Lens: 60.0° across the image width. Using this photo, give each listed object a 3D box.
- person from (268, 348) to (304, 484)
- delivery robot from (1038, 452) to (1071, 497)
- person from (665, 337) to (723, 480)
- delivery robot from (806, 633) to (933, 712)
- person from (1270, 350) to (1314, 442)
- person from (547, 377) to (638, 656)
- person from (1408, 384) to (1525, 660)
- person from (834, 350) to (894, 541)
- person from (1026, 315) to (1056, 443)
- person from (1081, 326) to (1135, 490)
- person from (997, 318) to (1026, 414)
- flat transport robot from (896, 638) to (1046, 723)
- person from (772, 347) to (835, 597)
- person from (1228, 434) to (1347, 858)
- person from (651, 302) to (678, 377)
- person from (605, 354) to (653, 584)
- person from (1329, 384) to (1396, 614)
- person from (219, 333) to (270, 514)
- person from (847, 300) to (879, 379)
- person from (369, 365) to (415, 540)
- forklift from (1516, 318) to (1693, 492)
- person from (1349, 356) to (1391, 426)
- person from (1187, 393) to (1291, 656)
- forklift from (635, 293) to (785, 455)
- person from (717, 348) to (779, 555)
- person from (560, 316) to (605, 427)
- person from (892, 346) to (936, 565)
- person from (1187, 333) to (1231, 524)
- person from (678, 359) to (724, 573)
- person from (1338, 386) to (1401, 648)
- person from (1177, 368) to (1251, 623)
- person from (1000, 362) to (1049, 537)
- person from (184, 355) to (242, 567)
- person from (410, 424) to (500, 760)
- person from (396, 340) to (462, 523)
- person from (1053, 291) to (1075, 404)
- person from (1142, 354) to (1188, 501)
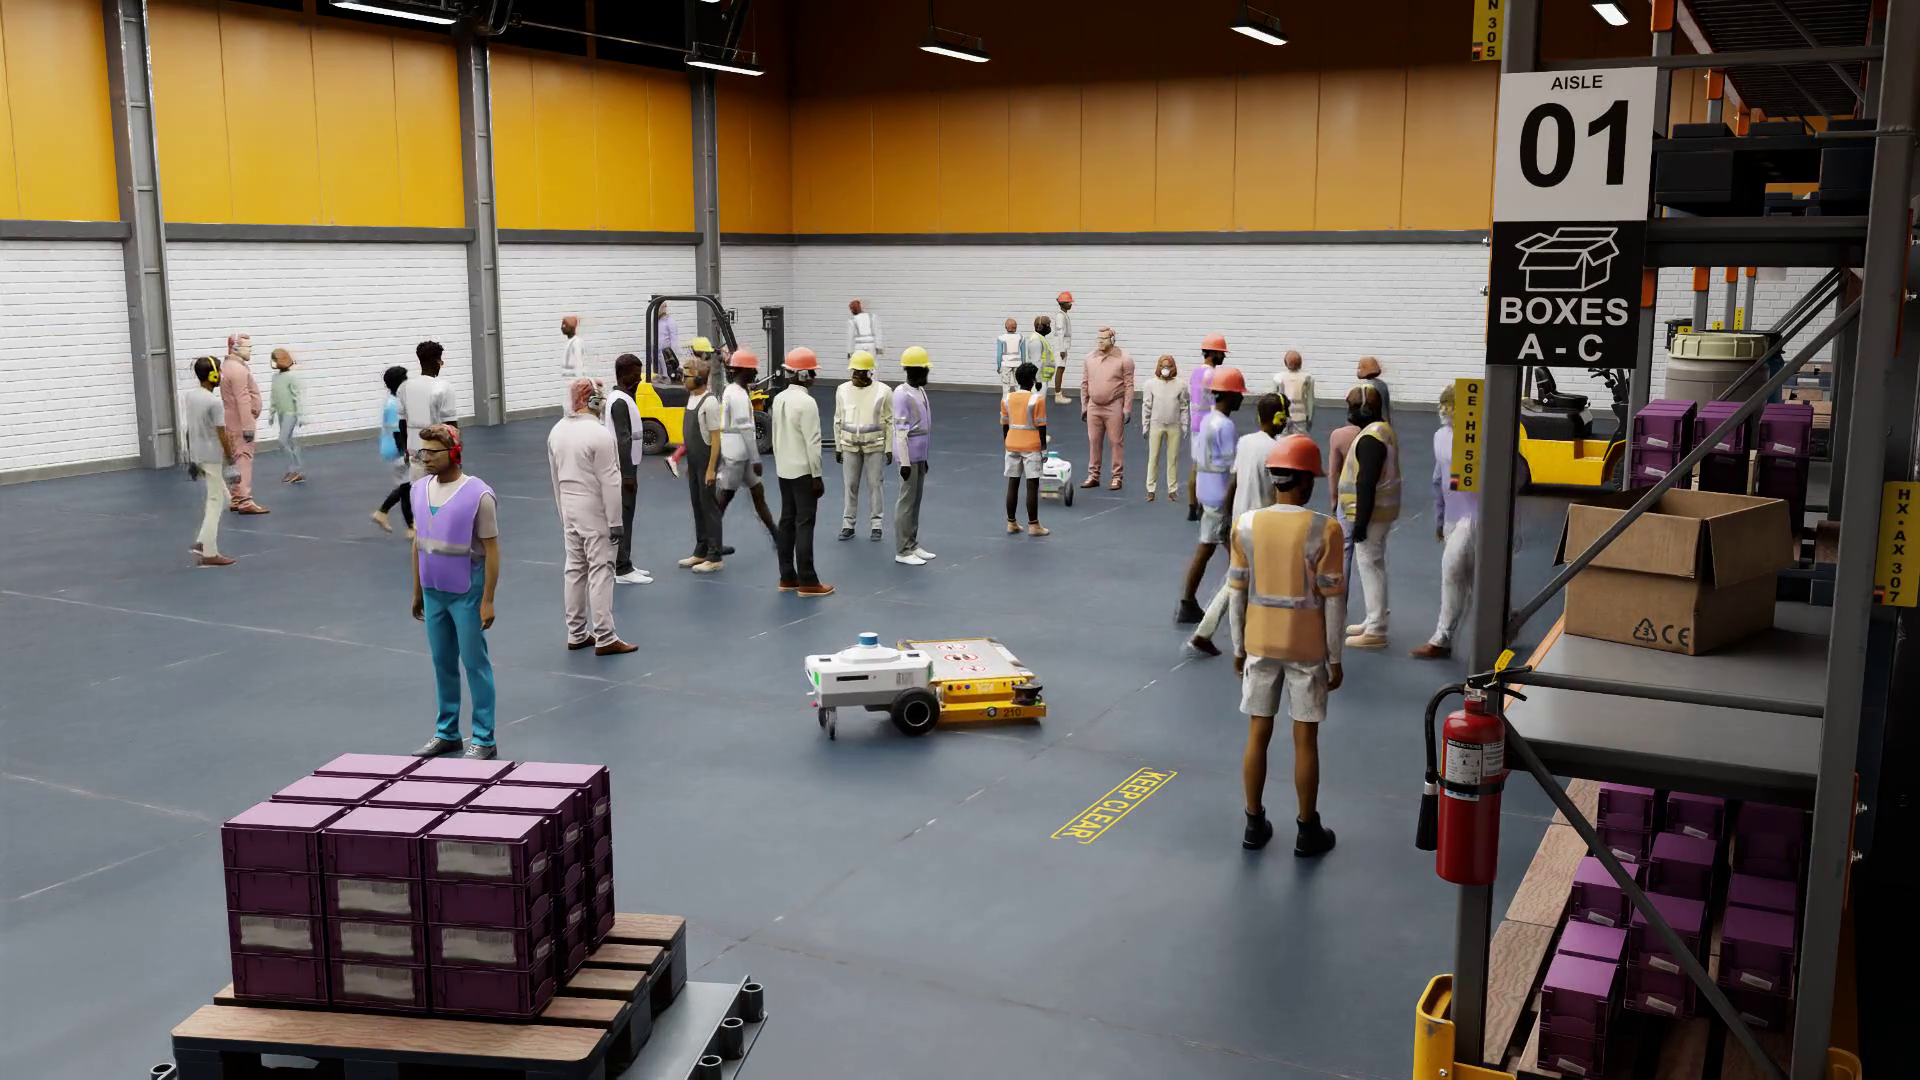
[{"bbox_3d":[-8.054,-1.462,19.764,0.523,1.614,0.515,8,12,38],"label":"person"},{"bbox_3d":[1.019,-0.725,18.298,0.477,0.478,0.707,2,10,10],"label":"delivery robot"},{"bbox_3d":[-3.173,-1.583,20.076,0.753,1.742,0.522,-1,10,-7],"label":"person"},{"bbox_3d":[-0.525,0.778,9.594,0.707,0.478,0.477,-2,10,-12],"label":"delivery robot"},{"bbox_3d":[3.865,-1.403,19.409,0.519,1.627,0.406,1,10,3],"label":"person"},{"bbox_3d":[-2.516,-0.162,11.408,0.642,1.906,0.410,8,13,39],"label":"person"},{"bbox_3d":[3.527,-0.133,11.328,0.921,1.893,0.677,-3,10,-17],"label":"person"},{"bbox_3d":[-0.920,-0.896,15.881,0.591,1.828,0.404,2,10,11],"label":"person"},{"bbox_3d":[1.179,-2.339,24.191,0.428,1.842,0.631,1,10,8],"label":"person"},{"bbox_3d":[1.687,-1.529,19.319,0.651,1.906,0.402,6,11,29],"label":"person"},{"bbox_3d":[0.872,-2.935,28.227,0.511,1.640,0.308,-2,10,-13],"label":"person"},{"bbox_3d":[0.033,0.839,10.333,0.652,0.197,1.431,-2,10,-12],"label":"flat transport robot"},{"bbox_3d":[-1.277,-0.546,13.365,0.382,1.996,0.608,-7,12,-35],"label":"person"},{"bbox_3d":[1.500,0.482,7.608,0.542,1.929,0.374,6,11,29],"label":"person"},{"bbox_3d":[-5.274,-3.266,29.377,0.655,1.905,0.407,9,13,41],"label":"person"},{"bbox_3d":[-2.802,-0.596,13.895,0.392,1.914,0.587,-2,10,-13],"label":"person"},{"bbox_3d":[3.046,-0.295,12.578,0.523,1.769,0.309,5,11,27],"label":"person"},{"bbox_3d":[-7.570,-1.226,17.571,0.399,1.904,0.644,-7,12,-35],"label":"person"},{"bbox_3d":[-1.855,-3.654,31.808,0.668,1.853,0.352,-4,11,-21],"label":"person"},{"bbox_3d":[-5.350,-0.825,15.870,0.545,1.689,0.547,-2,10,-14],"label":"person"},{"bbox_3d":[7.066,-1.601,18.899,2.313,2.155,1.214,5,11,27],"label":"forklift"},{"bbox_3d":[4.523,-1.211,18.328,0.513,1.606,0.530,-9,14,-44],"label":"person"},{"bbox_3d":[1.984,-0.103,11.370,0.997,1.817,0.544,-3,10,-19],"label":"person"},{"bbox_3d":[-3.588,-2.317,23.042,2.313,2.155,1.214,-1,10,-5],"label":"forklift"},{"bbox_3d":[-1.913,-0.795,15.123,0.992,1.879,0.572,-2,10,-11],"label":"person"},{"bbox_3d":[-5.432,-2.255,23.645,0.666,1.865,0.582,-4,11,-24],"label":"person"},{"bbox_3d":[-0.404,-0.750,14.739,0.370,1.926,0.594,3,10,15],"label":"person"},{"bbox_3d":[2.540,-1.131,16.926,0.374,1.934,0.549,-3,10,-16],"label":"person"},{"bbox_3d":[-2.239,-0.642,14.360,0.335,1.843,0.513,-6,11,-31],"label":"person"},{"bbox_3d":[2.865,-0.165,11.671,0.432,1.826,0.617,3,10,17],"label":"person"},{"bbox_3d":[2.038,-0.316,12.308,0.898,1.896,0.556,0,10,-1],"label":"person"},{"bbox_3d":[0.634,-0.877,16.158,0.531,1.692,0.320,8,12,38],"label":"person"},{"bbox_3d":[-6.533,-0.681,14.551,0.536,1.851,0.415,9,13,41],"label":"person"},{"bbox_3d":[-2.716,0.289,8.965,0.572,1.844,0.376,5,11,28],"label":"person"},{"bbox_3d":[-4.786,-0.826,15.069,0.613,1.963,0.362,3,10,19],"label":"person"},{"bbox_3d":[1.898,-3.515,30.414,0.387,2.045,0.605,1,10,8],"label":"person"},{"bbox_3d":[2.270,-1.236,18.406,0.509,1.631,0.266,0,10,1],"label":"person"}]
